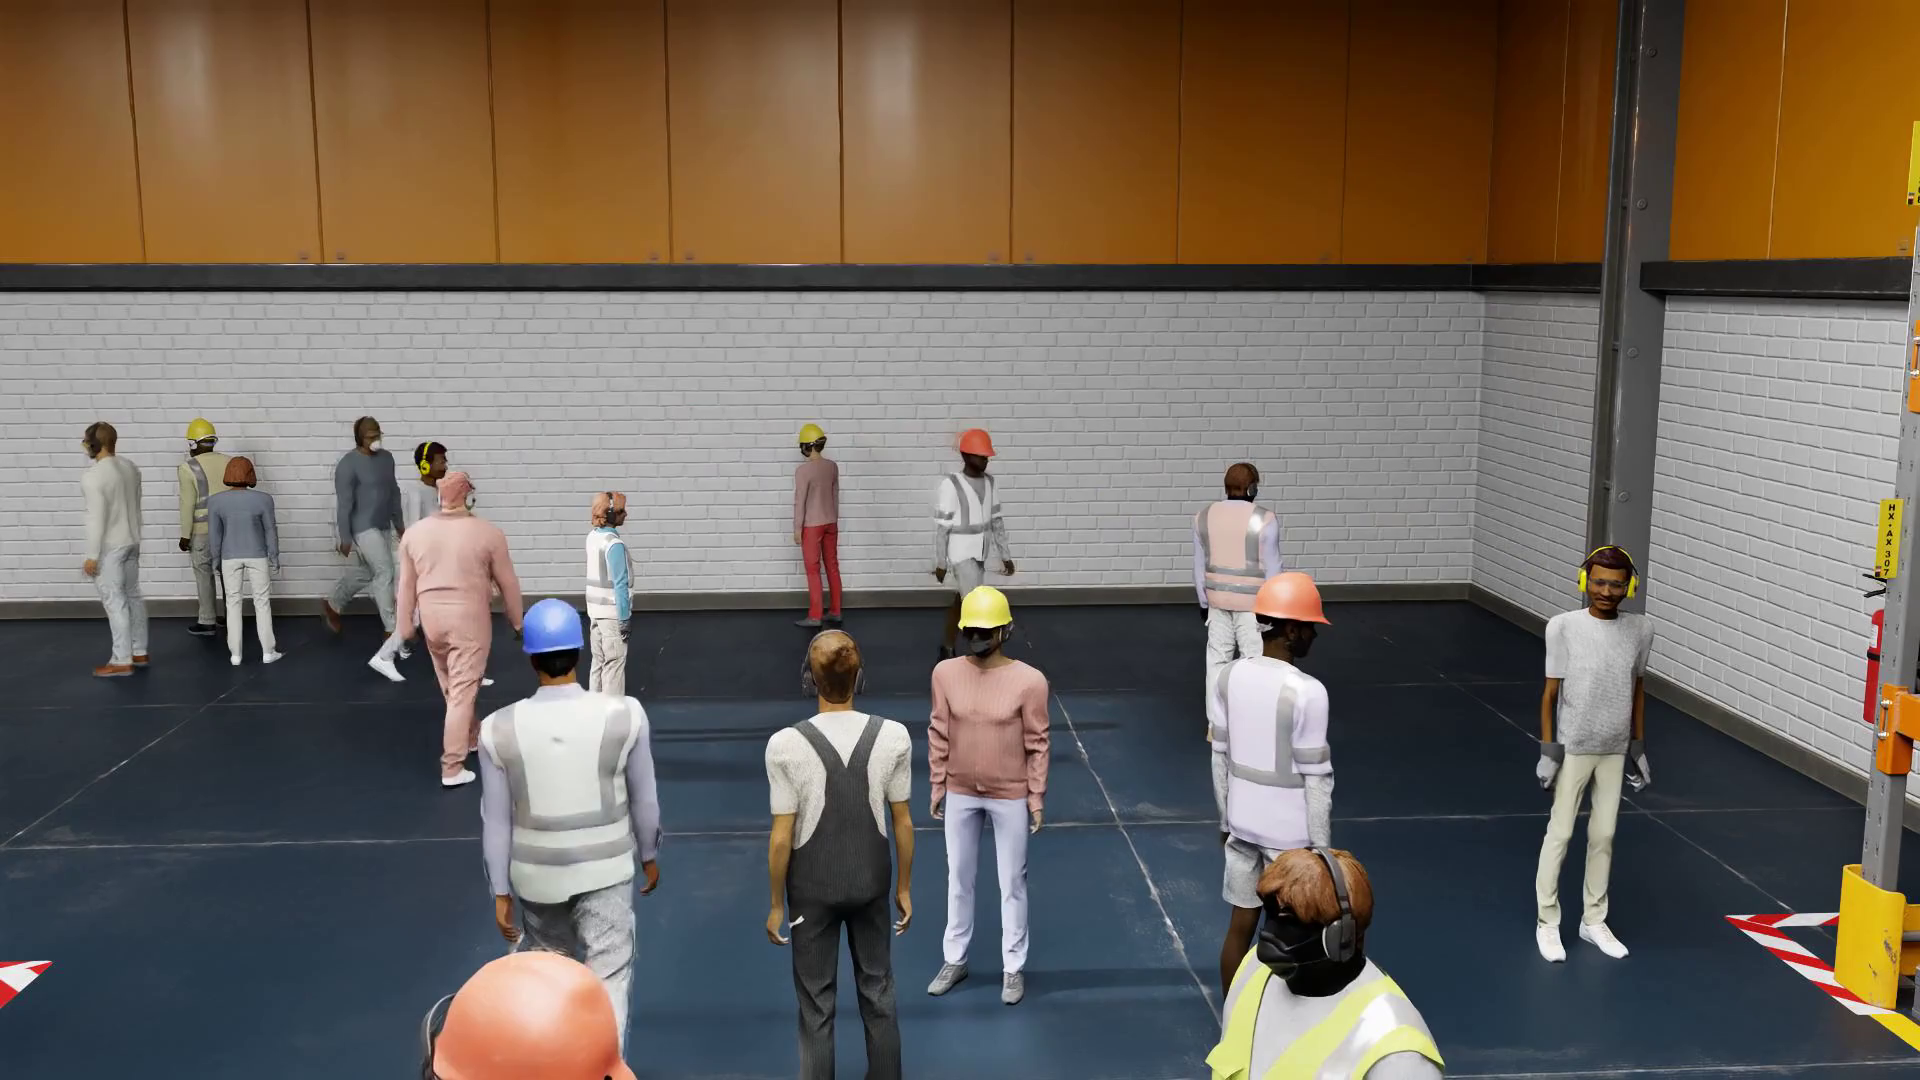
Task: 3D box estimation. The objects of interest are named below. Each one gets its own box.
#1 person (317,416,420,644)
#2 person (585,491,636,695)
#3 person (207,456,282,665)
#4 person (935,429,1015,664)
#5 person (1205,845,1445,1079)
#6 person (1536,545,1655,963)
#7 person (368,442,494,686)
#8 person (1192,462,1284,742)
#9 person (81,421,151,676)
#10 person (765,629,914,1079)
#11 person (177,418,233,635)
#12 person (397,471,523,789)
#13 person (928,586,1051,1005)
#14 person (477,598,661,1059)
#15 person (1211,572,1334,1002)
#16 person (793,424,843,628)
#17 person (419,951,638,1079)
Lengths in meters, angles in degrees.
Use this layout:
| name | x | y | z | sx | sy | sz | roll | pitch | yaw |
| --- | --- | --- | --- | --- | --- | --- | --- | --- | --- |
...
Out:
| name | x | y | z | sx | sy | sz | roll | pitch | yaw |
| --- | --- | --- | --- | --- | --- | --- | --- | --- | --- |
| person | -4.951 | -0.089 | 13.732 | 0.913 | 1.903 | 0.637 | 2 | 9 | 13 |
| person | -2.278 | 0.497 | 10.851 | 0.307 | 1.639 | 0.525 | -6 | 11 | -32 |
| person | -5.579 | 0.161 | 12.981 | 0.504 | 1.632 | 0.269 | -2 | 9 | -12 |
| person | 0.161 | 0.121 | 12.392 | 0.961 | 1.889 | 0.565 | 8 | 12 | 41 |
| person | 0.737 | 1.551 | 3.602 | 0.429 | 1.844 | 0.627 | -4 | 10 | -25 |
| person | 2.816 | 0.940 | 7.369 | 0.513 | 1.865 | 0.329 | -1 | 9 | -6 |
| person | -3.950 | 0.177 | 12.268 | 0.922 | 1.835 | 0.558 | 0 | 9 | -1 |
| person | 1.810 | 0.416 | 10.729 | 0.619 | 1.844 | 0.430 | 7 | 11 | 38 |
| person | -6.437 | 0.062 | 12.656 | 0.357 | 1.937 | 0.634 | 0 | 9 | 3 |
| person | -0.410 | 1.216 | 5.696 | 0.516 | 1.842 | 0.328 | -3 | 10 | -18 |
| person | -6.371 | -0.115 | 14.089 | 0.404 | 1.832 | 0.600 | 4 | 10 | 23 |
| person | -3.015 | 0.508 | 10.117 | 0.675 | 1.848 | 1.015 | 1 | 9 | 9 |
| person | 0.112 | 1.058 | 6.933 | 0.526 | 1.769 | 0.329 | 3 | 10 | 19 |
| person | -1.358 | 1.162 | 5.822 | 0.608 | 1.921 | 0.922 | -1 | 9 | -7 |
| person | 1.198 | 1.079 | 6.286 | 0.376 | 1.931 | 0.542 | -7 | 11 | -36 |
| person | -1.254 | -0.126 | 14.399 | 0.343 | 1.762 | 0.524 | 7 | 11 | 37 |
| person | -0.664 | 1.614 | 2.604 | 0.390 | 2.034 | 0.605 | 2 | 9 | 11 |
